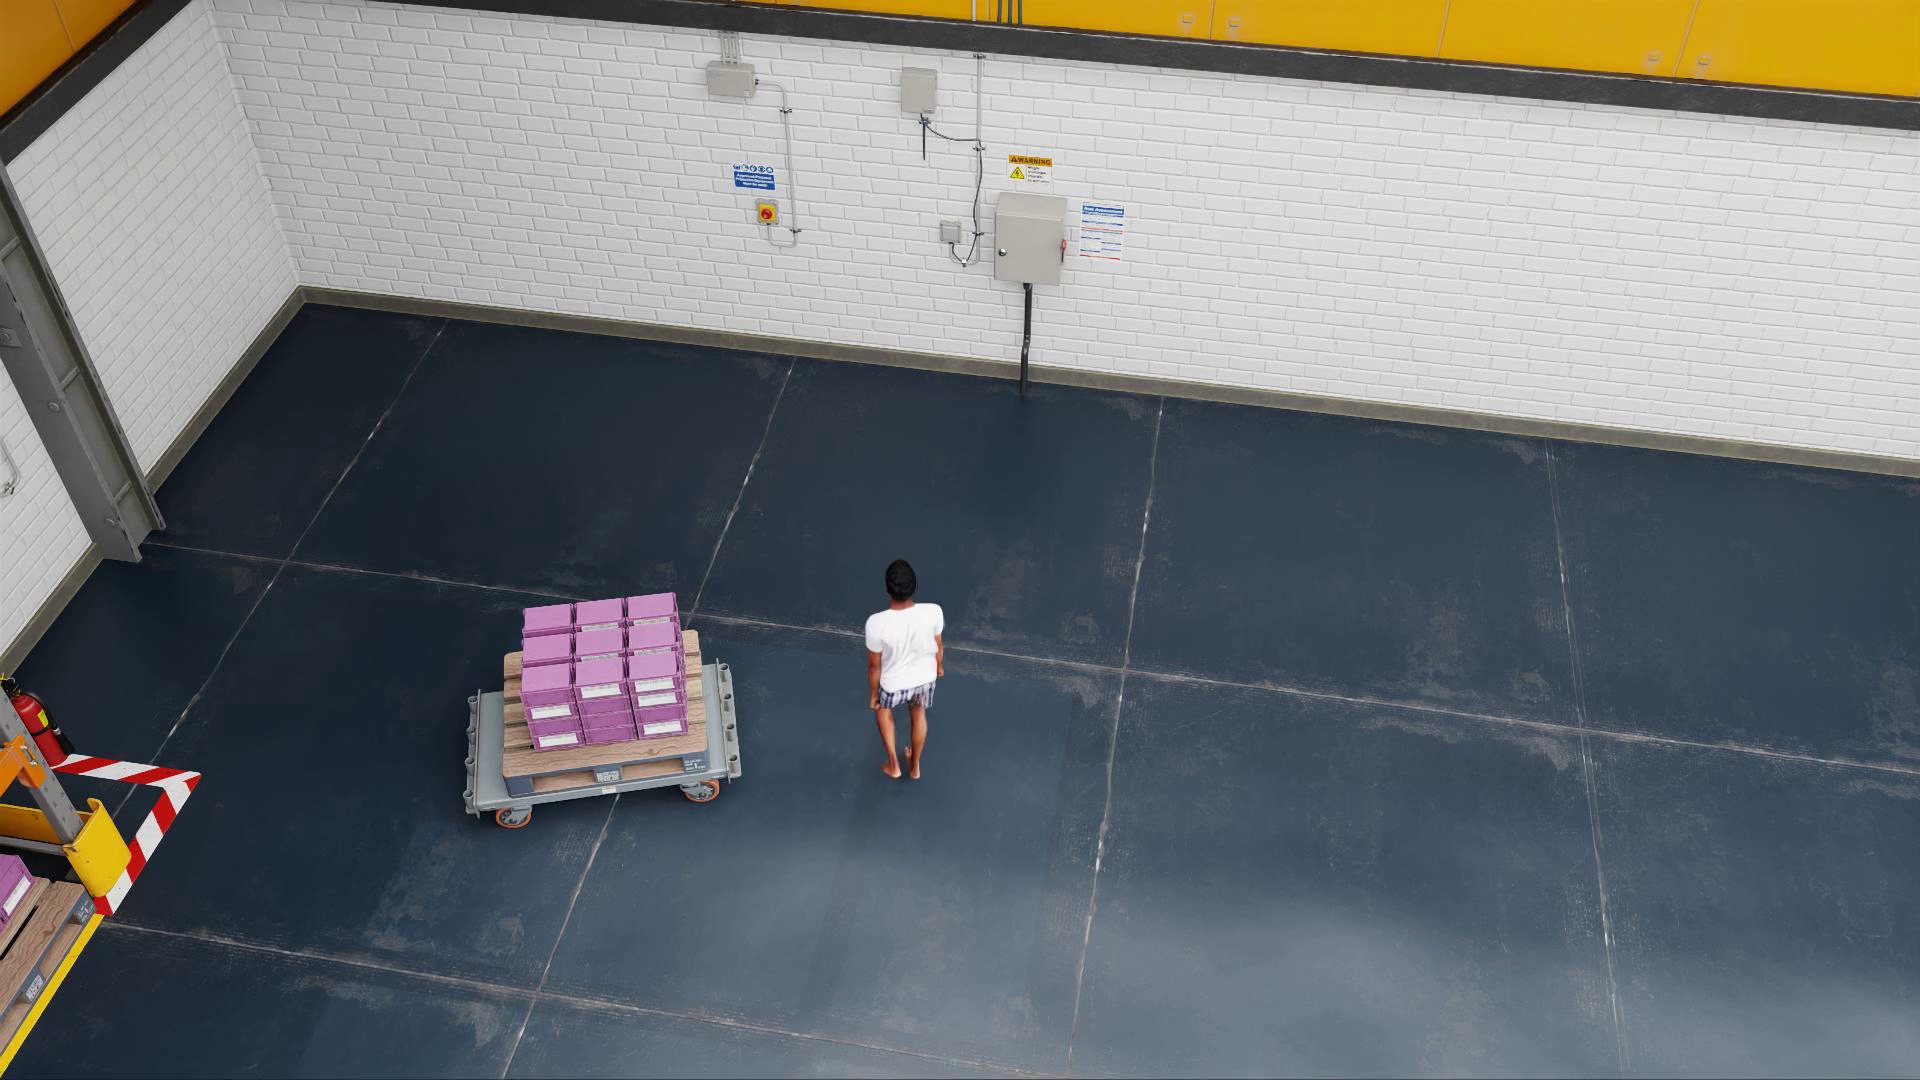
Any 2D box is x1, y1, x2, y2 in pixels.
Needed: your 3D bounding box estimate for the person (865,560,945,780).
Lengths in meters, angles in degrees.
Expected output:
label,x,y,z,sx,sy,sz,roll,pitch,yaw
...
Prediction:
label,x,y,z,sx,sy,sz,roll,pitch,yaw
person,-0.301,0.874,9.862,0.735,1.711,0.741,-9,44,-9
